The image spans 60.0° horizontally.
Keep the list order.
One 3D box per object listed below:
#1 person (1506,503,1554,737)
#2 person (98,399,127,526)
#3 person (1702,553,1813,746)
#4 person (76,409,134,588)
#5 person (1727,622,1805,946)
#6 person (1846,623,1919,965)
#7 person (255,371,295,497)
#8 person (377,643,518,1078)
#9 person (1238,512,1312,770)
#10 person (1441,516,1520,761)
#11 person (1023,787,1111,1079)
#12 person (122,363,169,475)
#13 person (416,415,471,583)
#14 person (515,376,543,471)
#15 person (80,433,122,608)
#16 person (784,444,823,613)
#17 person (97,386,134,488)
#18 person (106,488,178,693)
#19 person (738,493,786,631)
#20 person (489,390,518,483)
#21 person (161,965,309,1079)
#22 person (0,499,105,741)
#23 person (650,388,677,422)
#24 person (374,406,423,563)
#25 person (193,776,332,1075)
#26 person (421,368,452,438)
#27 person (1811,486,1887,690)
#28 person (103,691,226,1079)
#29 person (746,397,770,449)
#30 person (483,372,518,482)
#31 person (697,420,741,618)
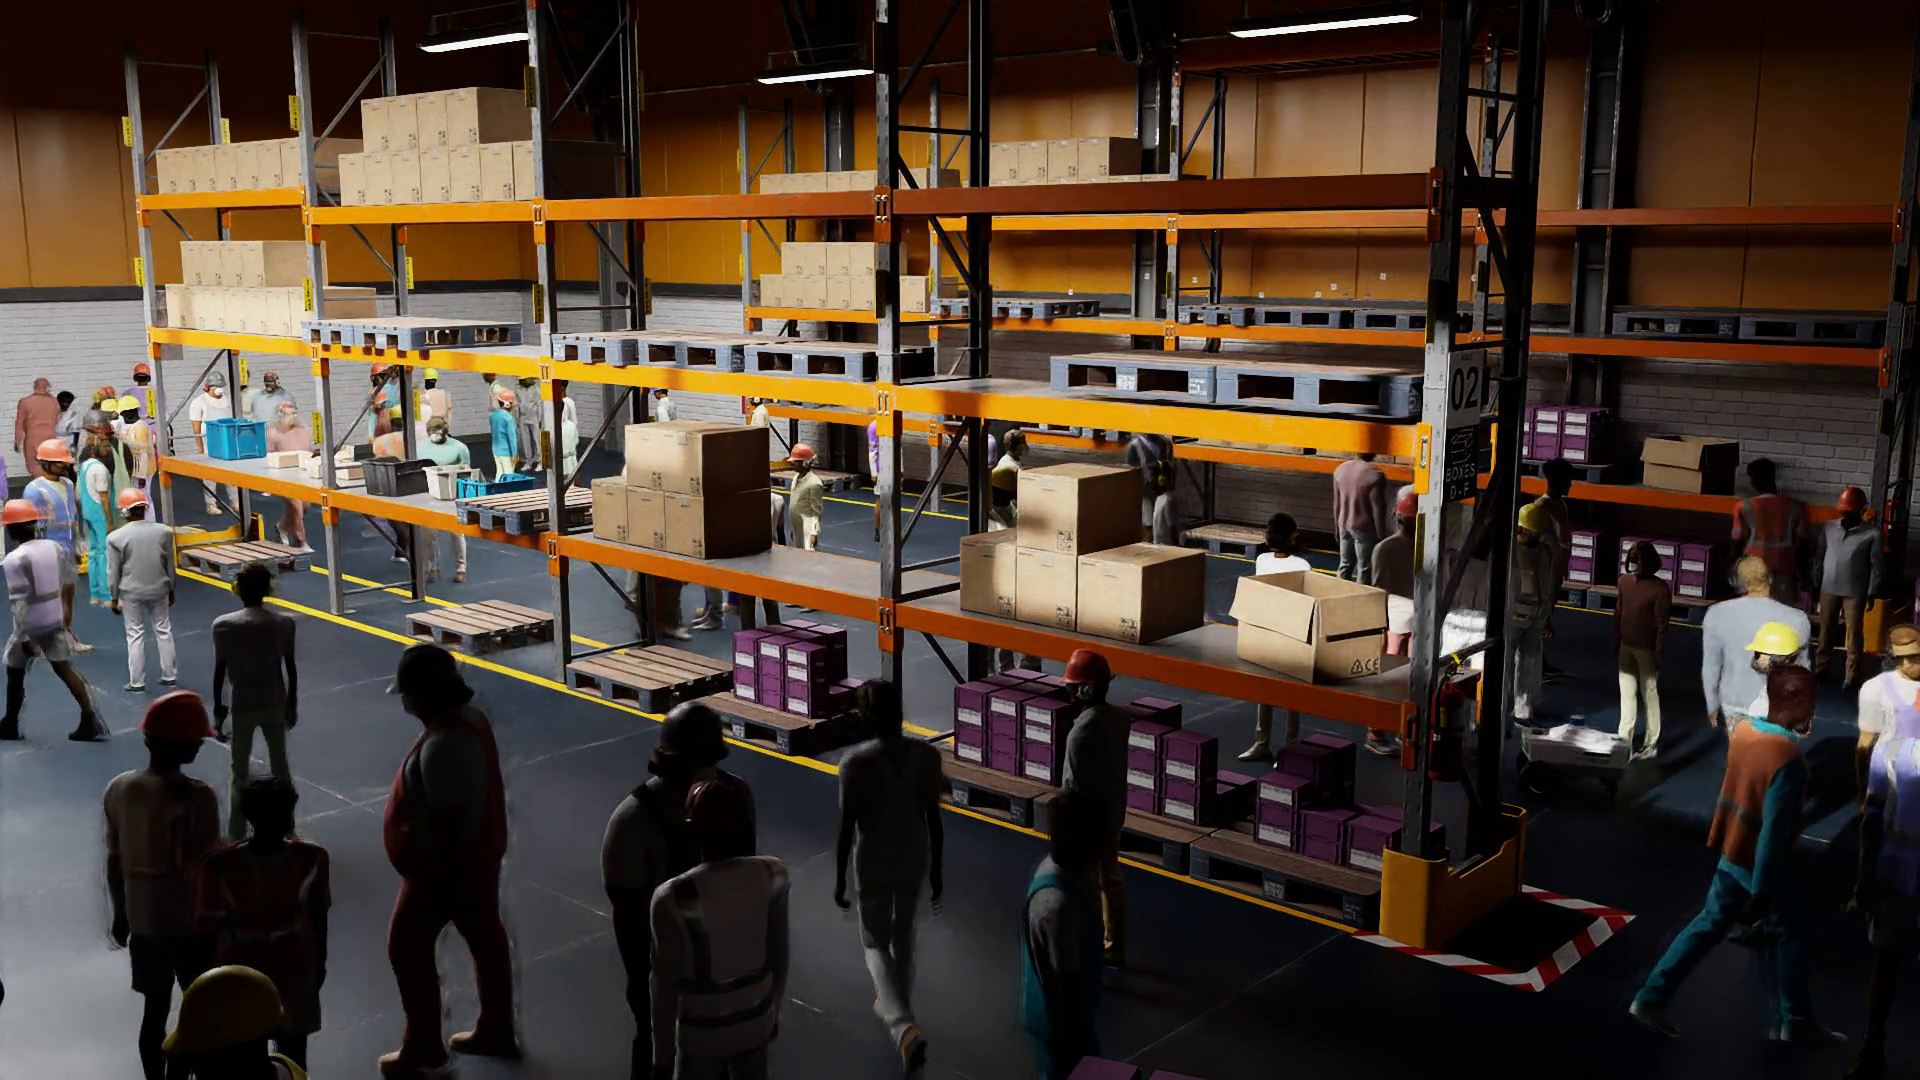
[{"bbox_3d":[4.344,0.612,12.852,0.589,1.822,0.403,-4,11,-19],"label":"person"},{"bbox_3d":[-11.267,-0.997,22.131,0.335,1.759,0.516,-5,11,-24],"label":"person"},{"bbox_3d":[4.898,1.030,10.264,0.591,1.908,0.655,-9,13,-42],"label":"person"},{"bbox_3d":[-9.331,-0.449,18.227,0.656,2.000,0.696,2,10,10],"label":"person"},{"bbox_3d":[4.374,1.316,9.027,0.320,1.769,0.523,5,11,27],"label":"person"},{"bbox_3d":[5.091,1.323,8.903,0.579,1.803,0.705,-1,10,-7],"label":"person"},{"bbox_3d":[-10.357,-1.598,25.141,0.642,1.900,0.400,2,10,11],"label":"person"},{"bbox_3d":[-2.414,1.427,7.625,0.734,2.000,0.702,0,10,0],"label":"person"},{"bbox_3d":[2.300,0.724,12.069,0.328,1.876,0.514,-10,14,-43],"label":"person"},{"bbox_3d":[3.661,0.728,12.147,0.745,1.857,0.358,3,11,18],"label":"person"},{"bbox_3d":[0.440,1.798,6.118,0.499,1.829,0.558,1,10,4],"label":"person"},{"bbox_3d":[-12.106,-1.609,24.776,0.605,2.045,0.383,-5,11,-26],"label":"person"},{"bbox_3d":[-5.783,-0.457,18.636,0.652,1.919,0.437,-1,10,-8],"label":"person"},{"bbox_3d":[-7.258,-2.019,27.982,0.491,1.731,0.325,3,10,14],"label":"person"},{"bbox_3d":[-8.974,-0.202,17.432,0.533,1.837,0.403,9,13,42],"label":"person"},{"bbox_3d":[-1.619,-0.125,17.208,0.329,1.751,0.570,-6,12,-31],"label":"person"},{"bbox_3d":[-11.525,-1.179,22.853,0.678,1.875,0.370,4,11,21],"label":"person"},{"bbox_3d":[-6.956,0.424,14.137,0.350,1.743,0.568,9,13,42],"label":"person"},{"bbox_3d":[-1.839,0.214,15.033,0.570,1.843,0.372,-5,11,-27],"label":"person"},{"bbox_3d":[-6.472,-1.272,23.741,0.575,1.738,0.351,10,14,43],"label":"person"},{"bbox_3d":[-1.861,2.047,4.477,0.409,1.918,0.584,-5,11,-28],"label":"person"},{"bbox_3d":[-7.010,0.617,12.646,0.954,1.894,0.555,3,10,16],"label":"person"},{"bbox_3d":[-4.171,-1.326,23.480,0.402,1.937,0.604,0,10,1],"label":"person"},{"bbox_3d":[-6.588,-0.632,19.693,0.635,1.890,0.753,-10,14,-43],"label":"person"},{"bbox_3d":[-2.865,1.752,6.878,0.530,1.653,0.906,-5,11,-24],"label":"person"},{"bbox_3d":[-8.040,-1.666,25.431,0.373,1.928,0.584,8,13,38],"label":"person"},{"bbox_3d":[7.571,0.401,14.245,0.335,1.748,0.562,-8,13,-38],"label":"person"},{"bbox_3d":[-3.349,1.592,7.048,0.665,1.918,0.486,4,11,20],"label":"person"},{"bbox_3d":[-2.956,-1.387,24.391,0.352,1.738,0.573,-1,10,-6],"label":"person"},{"bbox_3d":[-7.435,-1.908,26.826,0.607,1.917,0.617,-3,10,-16],"label":"person"},{"bbox_3d":[-2.462,-0.231,16.995,0.535,2.000,0.717,6,12,32],"label":"person"}]
